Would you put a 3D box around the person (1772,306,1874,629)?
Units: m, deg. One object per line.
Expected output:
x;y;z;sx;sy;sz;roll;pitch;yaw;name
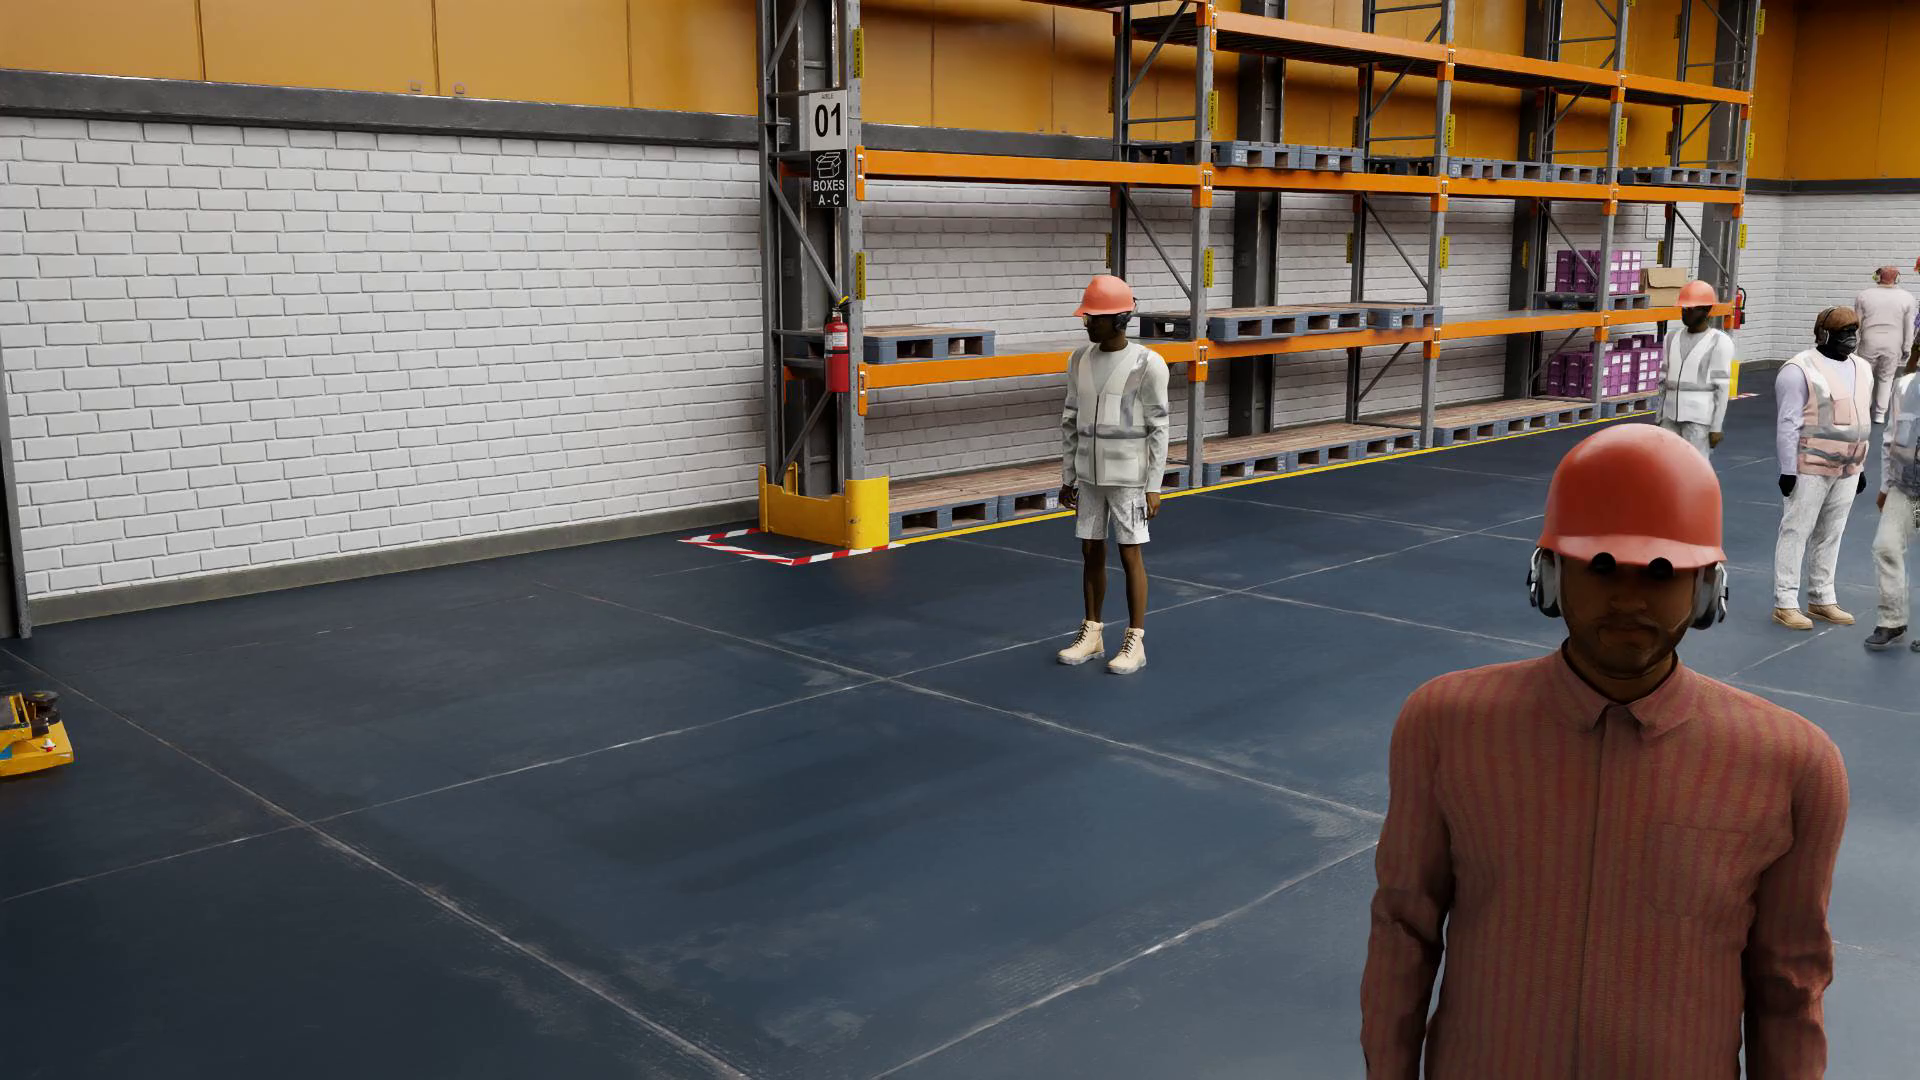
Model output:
4.956;-0.412;9.536;0.633;1.843;0.429;-4;11;-21;person

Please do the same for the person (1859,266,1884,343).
12.932;-2.936;23.373;0.937;1.827;0.540;-9;13;-39;person

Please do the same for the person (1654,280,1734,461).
5.179;-0.875;11.822;0.423;1.927;0.563;-6;12;-30;person

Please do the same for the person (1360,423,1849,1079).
0.869;0.830;2.339;0.612;1.997;0.375;3;11;18;person

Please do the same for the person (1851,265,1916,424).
10.969;-2.323;19.814;0.671;1.891;0.439;5;11;25;person

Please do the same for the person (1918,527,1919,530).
7.499;-0.996;12.506;0.584;1.919;0.382;-1;10;-3;person

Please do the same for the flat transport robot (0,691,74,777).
-4.484;0.869;6.835;1.431;0.197;0.652;-7;12;-32;flat transport robot

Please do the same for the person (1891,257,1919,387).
13.718;-3.080;23.721;0.906;1.974;0.637;6;12;28;person

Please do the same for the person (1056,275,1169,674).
0.761;-0.328;8.530;0.615;2.039;0.387;8;13;39;person

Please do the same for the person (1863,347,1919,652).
5.142;-0.271;8.841;0.633;1.806;0.621;-7;13;-34;person
